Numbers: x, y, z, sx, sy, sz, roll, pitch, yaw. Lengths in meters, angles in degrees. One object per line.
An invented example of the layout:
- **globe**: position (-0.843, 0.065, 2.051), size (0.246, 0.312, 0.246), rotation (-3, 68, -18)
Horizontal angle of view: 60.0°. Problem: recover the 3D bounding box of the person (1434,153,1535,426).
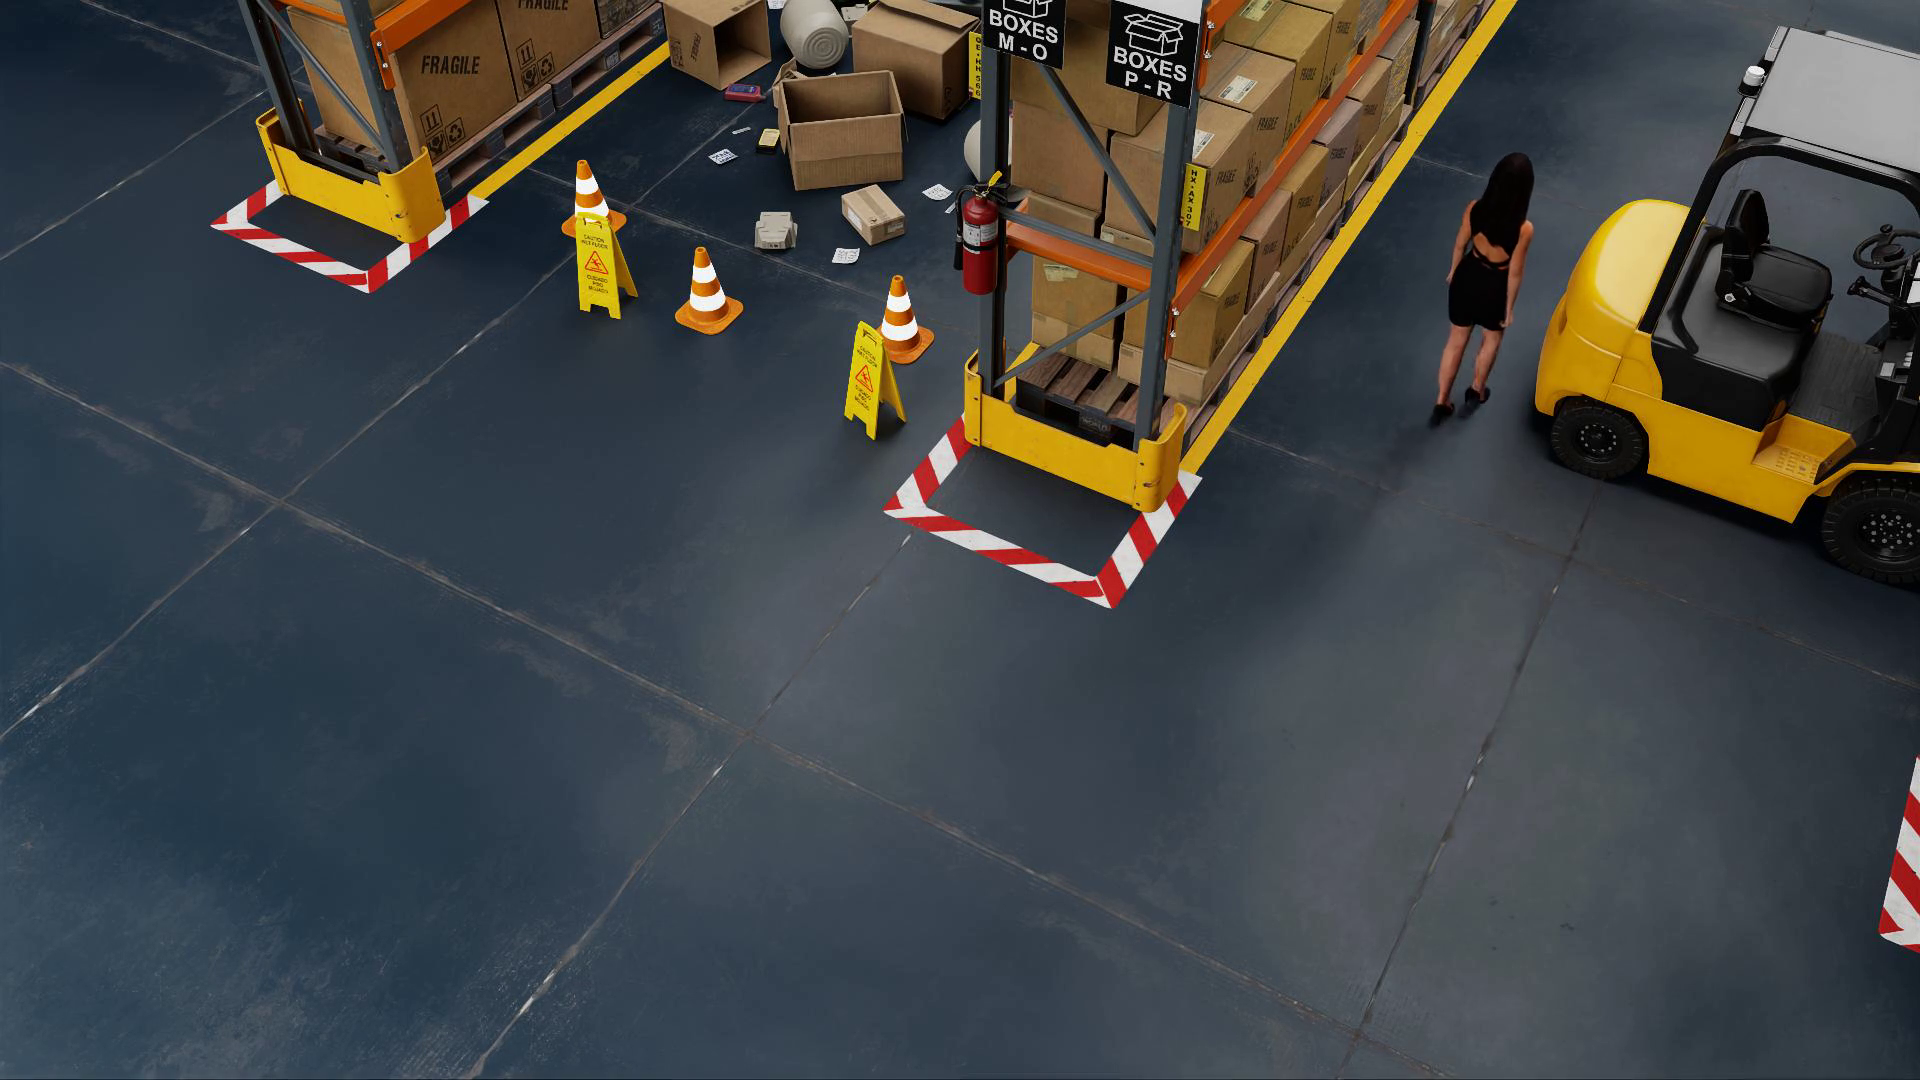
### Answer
- **person**: position (2.648, -1.226, 8.589), size (0.668, 1.638, 0.715), rotation (34, 56, 27)
